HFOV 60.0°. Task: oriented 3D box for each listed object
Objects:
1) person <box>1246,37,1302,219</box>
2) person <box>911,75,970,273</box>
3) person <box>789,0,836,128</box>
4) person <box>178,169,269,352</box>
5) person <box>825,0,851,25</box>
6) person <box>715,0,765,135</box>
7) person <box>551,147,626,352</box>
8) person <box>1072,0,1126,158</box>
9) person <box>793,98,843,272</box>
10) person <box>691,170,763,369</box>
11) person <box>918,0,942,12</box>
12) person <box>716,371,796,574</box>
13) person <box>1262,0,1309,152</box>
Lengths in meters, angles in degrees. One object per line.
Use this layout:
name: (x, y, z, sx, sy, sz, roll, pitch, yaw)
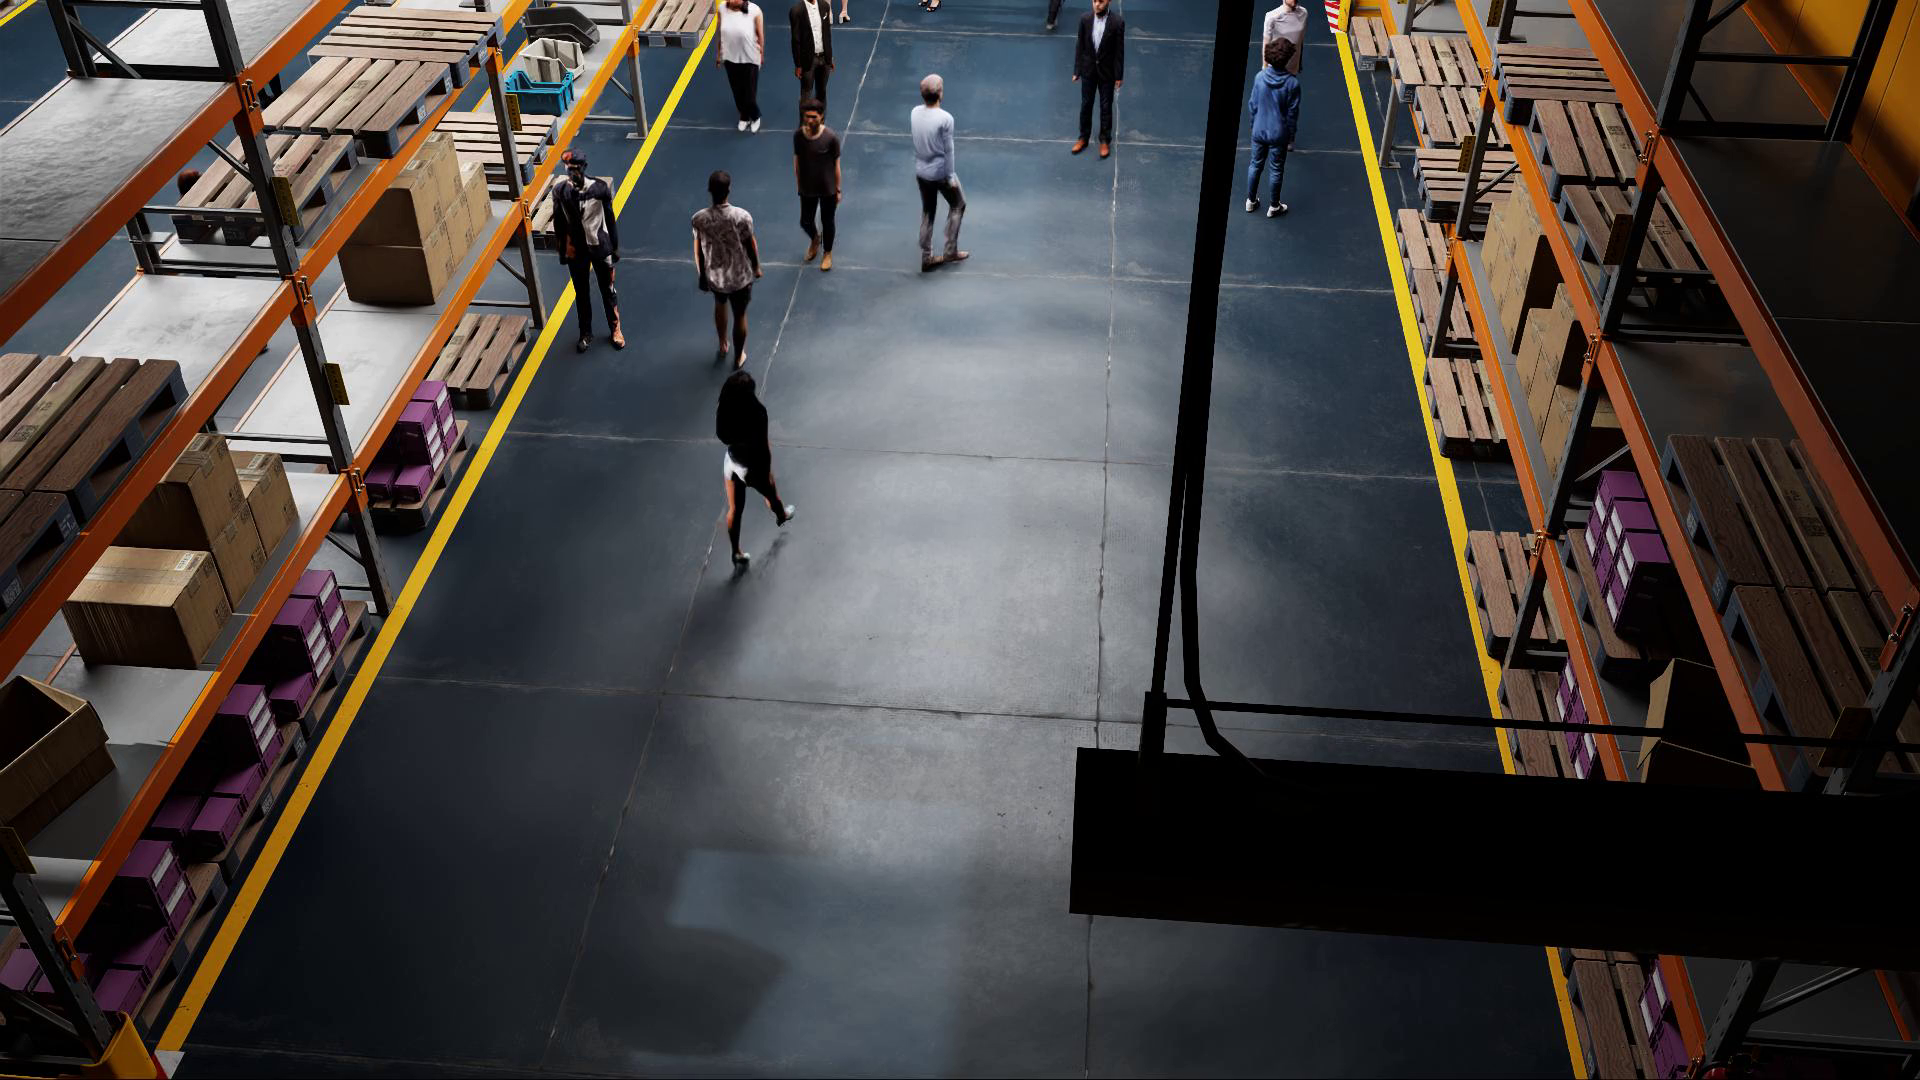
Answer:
person: (3.096, -4.092, 16.497, 0.761, 1.811, 0.754, 23, 44, 26)
person: (-0.302, -3.374, 15.556, 0.853, 1.864, 0.903, 29, 47, 31)
person: (-1.585, -5.155, 17.838, 0.732, 1.800, 0.787, -27, 46, -29)
person: (-6.473, -2.400, 14.434, 0.672, 1.742, 0.707, 28, 46, 30)
person: (-1.560, -7.262, 20.496, 0.627, 1.775, 0.607, 3, 39, 4)
person: (-2.356, -5.291, 18.110, 0.721, 1.672, 0.706, 13, 40, 16)
person: (-3.229, -2.539, 14.490, 0.741, 1.890, 0.667, -5, 39, -6)
person: (1.473, -4.966, 17.603, 0.740, 1.798, 0.657, 12, 40, 15)
person: (-1.318, -3.400, 15.715, 0.625, 1.707, 0.637, 5, 39, 7)
person: (-1.989, -2.262, 14.213, 0.662, 1.802, 0.620, 2, 39, 3)
person: (-0.399, -7.528, 20.831, 0.857, 1.773, 0.777, -18, 42, -21)
person: (-1.598, -0.457, 12.127, 0.817, 1.585, 1.076, 17, 42, 20)
person: (3.406, -5.019, 17.642, 0.757, 1.832, 0.754, -15, 41, -18)
